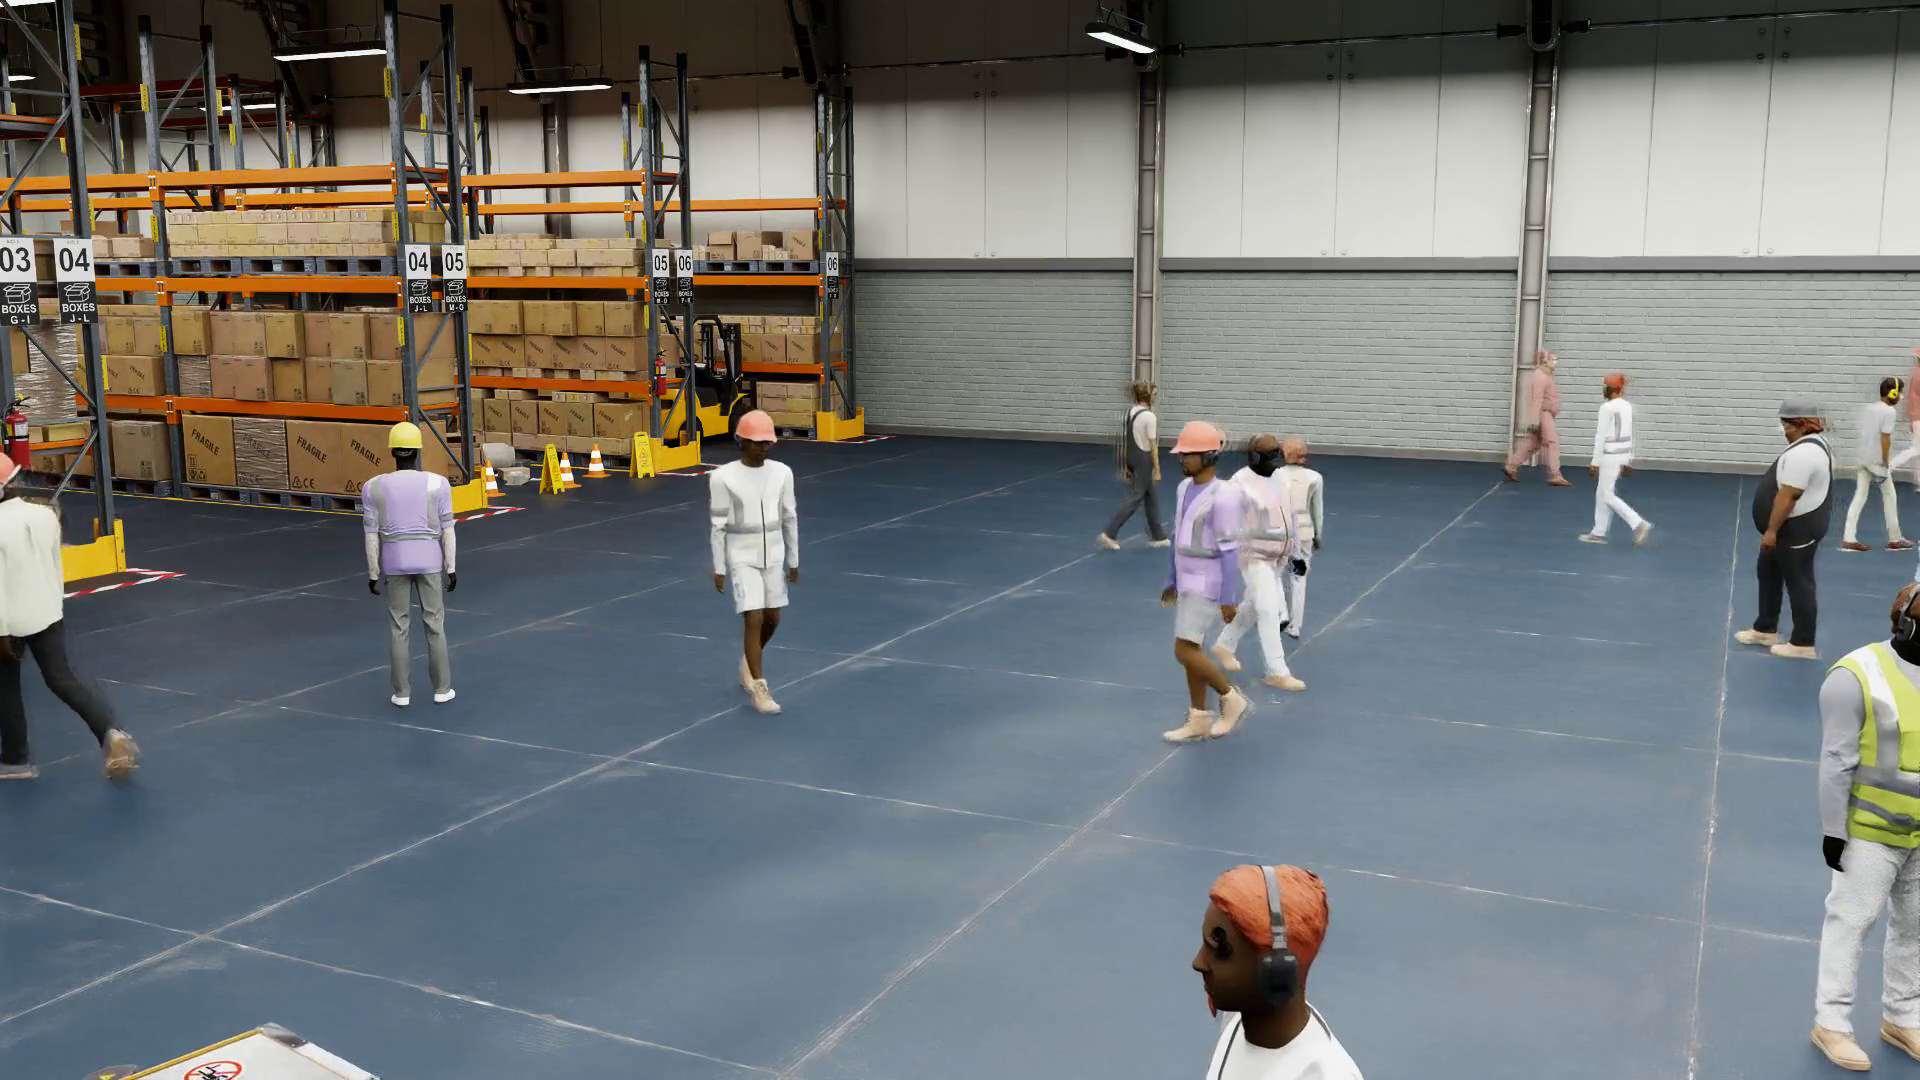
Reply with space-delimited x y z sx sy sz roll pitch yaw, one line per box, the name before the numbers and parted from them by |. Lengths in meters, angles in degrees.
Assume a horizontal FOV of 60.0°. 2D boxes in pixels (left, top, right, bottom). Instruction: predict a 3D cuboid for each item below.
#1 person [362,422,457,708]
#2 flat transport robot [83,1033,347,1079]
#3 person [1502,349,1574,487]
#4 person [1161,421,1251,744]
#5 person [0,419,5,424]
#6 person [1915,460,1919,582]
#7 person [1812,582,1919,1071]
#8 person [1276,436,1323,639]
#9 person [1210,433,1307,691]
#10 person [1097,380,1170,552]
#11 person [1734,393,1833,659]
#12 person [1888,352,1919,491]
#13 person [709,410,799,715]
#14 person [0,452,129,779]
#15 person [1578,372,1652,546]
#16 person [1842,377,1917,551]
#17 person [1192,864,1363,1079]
person | -3.696 0.170 11.211 0.585 1.929 0.370 -3 10 -16
flat transport robot | -2.242 1.938 5.439 1.431 0.197 0.652 7 12 38
person | 7.919 -1.677 22.720 0.931 1.871 0.653 4 10 25
person | 1.476 0.275 10.270 0.466 2.027 0.617 -2 10 -14
person | -8.545 -0.308 14.530 0.454 1.799 0.678 -3 10 -20
person | 8.748 -0.375 14.650 0.585 1.901 0.803 0 9 0
person | 3.460 1.053 6.113 0.629 1.838 0.430 -1 9 -5
person | 2.636 -0.019 13.289 0.545 1.623 0.374 -1 9 -5
person | 2.126 0.120 11.925 0.625 1.810 0.929 -9 13 -43
person | 1.859 -0.773 17.386 0.938 1.809 0.523 -3 10 -20
person | 6.252 -0.129 12.702 0.745 2.000 0.687 5 11 30
person | 12.658 -1.616 22.036 0.753 1.975 0.631 4 10 23
person | -1.386 0.120 11.257 0.619 2.022 0.824 -6 11 -31
person | -5.239 0.449 9.467 0.919 1.950 0.620 2 10 15
person | 6.980 -0.842 17.619 0.577 1.865 0.766 -9 13 -44
person | 9.650 -0.775 17.349 0.887 1.816 0.568 -1 9 -9
person | 0.581 1.510 3.130 0.337 1.882 0.584 -1 9 -7
